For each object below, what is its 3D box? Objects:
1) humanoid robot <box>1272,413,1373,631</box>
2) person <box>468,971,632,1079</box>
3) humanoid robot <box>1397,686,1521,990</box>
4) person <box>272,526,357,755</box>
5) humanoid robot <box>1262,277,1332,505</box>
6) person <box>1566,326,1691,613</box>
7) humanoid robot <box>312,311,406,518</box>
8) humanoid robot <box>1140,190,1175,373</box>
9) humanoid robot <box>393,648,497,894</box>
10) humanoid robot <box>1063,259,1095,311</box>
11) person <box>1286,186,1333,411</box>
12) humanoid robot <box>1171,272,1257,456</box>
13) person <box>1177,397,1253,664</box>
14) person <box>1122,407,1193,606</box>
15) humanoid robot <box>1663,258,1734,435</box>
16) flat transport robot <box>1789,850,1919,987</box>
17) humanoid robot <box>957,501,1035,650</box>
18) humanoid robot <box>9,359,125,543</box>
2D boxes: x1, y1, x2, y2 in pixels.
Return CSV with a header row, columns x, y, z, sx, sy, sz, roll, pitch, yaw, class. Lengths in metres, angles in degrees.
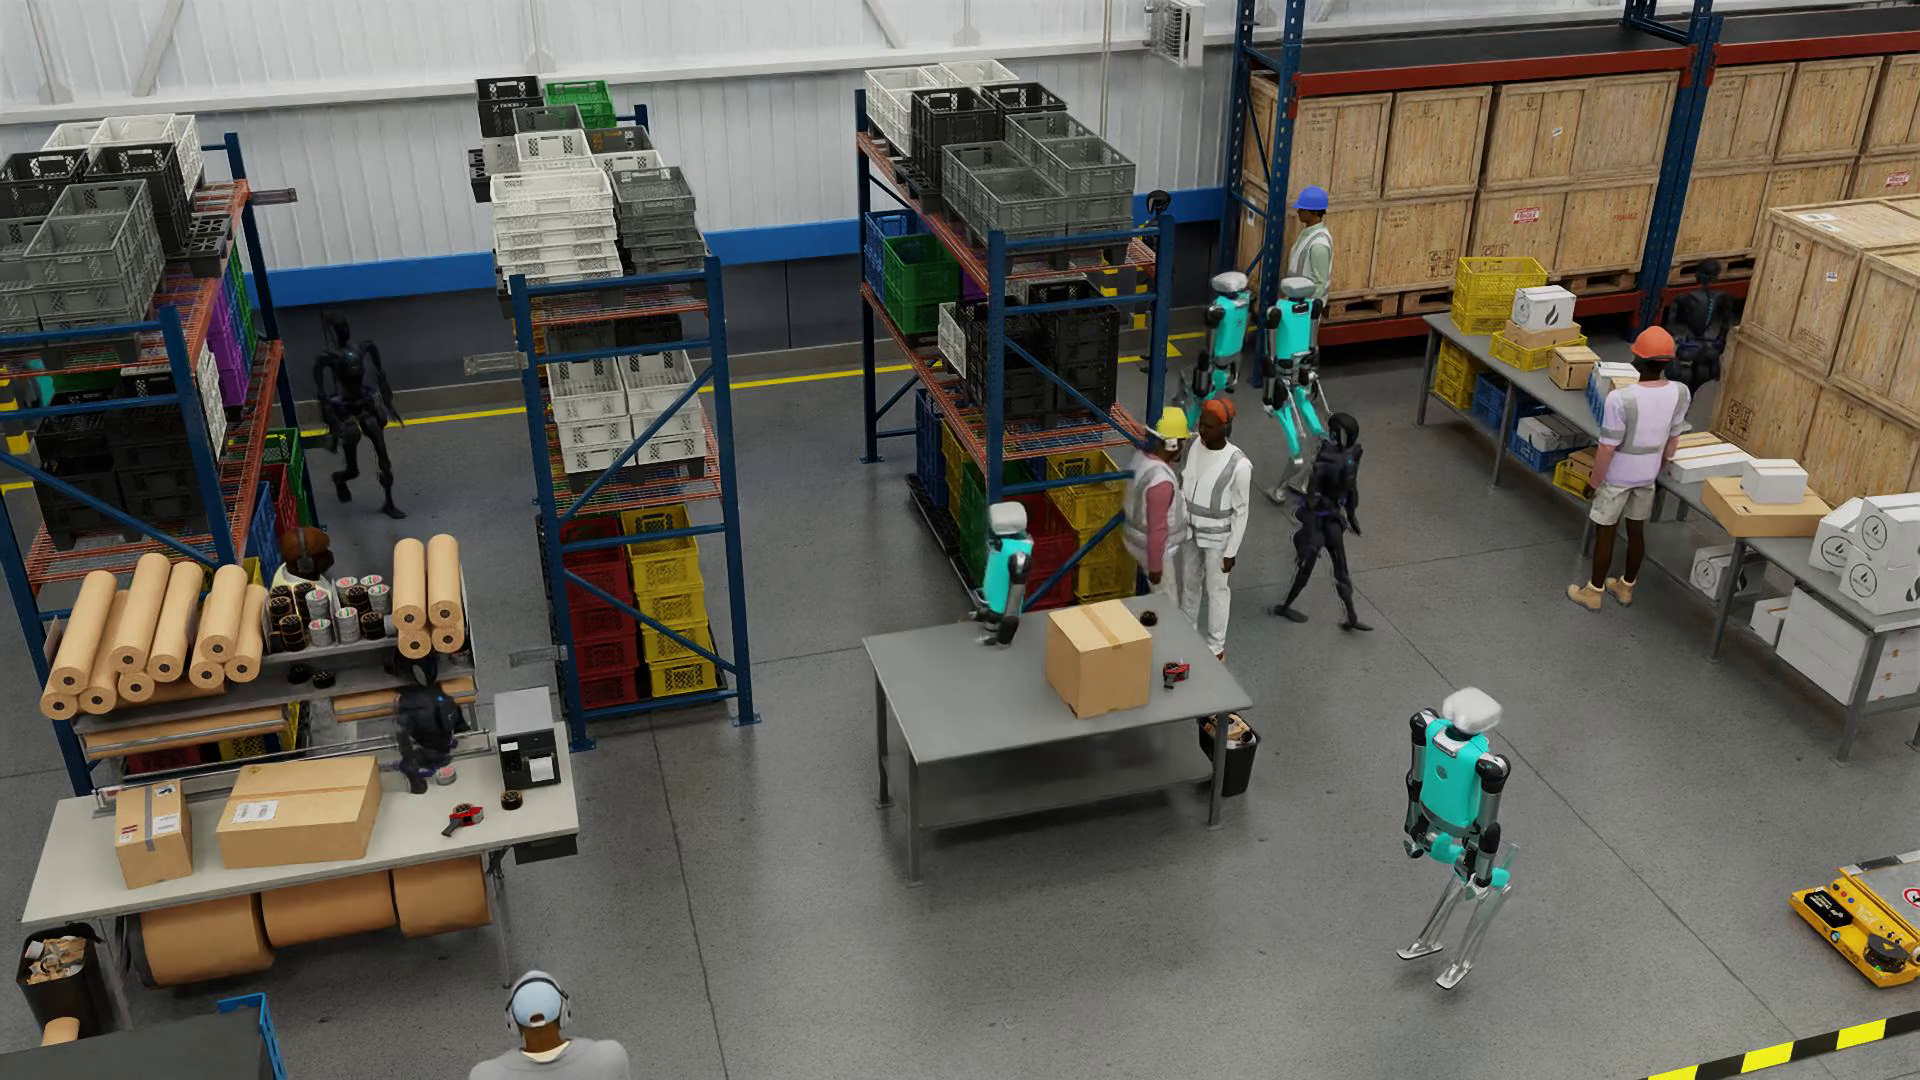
x,y,z,sx,sy,sz,roll,pitch,yaw,class
2.423,-0.110,10.929,0.596,1.622,0.701,-25,37,-37,humanoid robot
-1.482,2.340,6.263,0.587,1.851,0.387,-8,30,-14,person
2.475,1.389,7.975,0.735,1.672,0.533,-17,33,-28,humanoid robot
-3.469,0.748,9.167,0.429,1.841,0.633,-17,33,-27,person
2.604,-1.069,12.528,0.543,1.746,0.698,-17,33,-29,humanoid robot
4.477,-0.463,11.164,0.613,2.042,0.371,-8,30,-13,person
-4.535,-0.965,12.476,0.643,1.639,0.590,24,37,36,humanoid robot
1.756,-2.322,14.908,0.315,1.657,0.599,5,29,8,humanoid robot
-2.691,1.207,8.510,0.443,1.646,0.590,5,29,10,humanoid robot
0.857,-1.625,13.656,0.601,1.637,0.421,-9,30,-16,humanoid robot
2.941,-2.058,14.164,0.386,1.946,0.613,0,29,1,person
1.852,-1.287,13.001,0.544,1.791,0.859,-26,38,-38,humanoid robot
1.552,-0.032,10.542,0.356,1.884,0.573,-21,35,-33,person
1.213,0.010,10.549,0.467,1.800,0.625,-2,29,-4,person
5.872,-1.483,13.433,0.600,1.623,0.769,-3,29,-6,humanoid robot
5.163,1.916,8.676,1.431,0.231,0.659,-8,30,-14,flat transport robot
0.023,0.634,9.497,0.784,1.777,0.552,-6,29,-10,humanoid robot
-6.492,-0.852,12.213,0.530,1.767,0.937,-12,31,-20,humanoid robot
